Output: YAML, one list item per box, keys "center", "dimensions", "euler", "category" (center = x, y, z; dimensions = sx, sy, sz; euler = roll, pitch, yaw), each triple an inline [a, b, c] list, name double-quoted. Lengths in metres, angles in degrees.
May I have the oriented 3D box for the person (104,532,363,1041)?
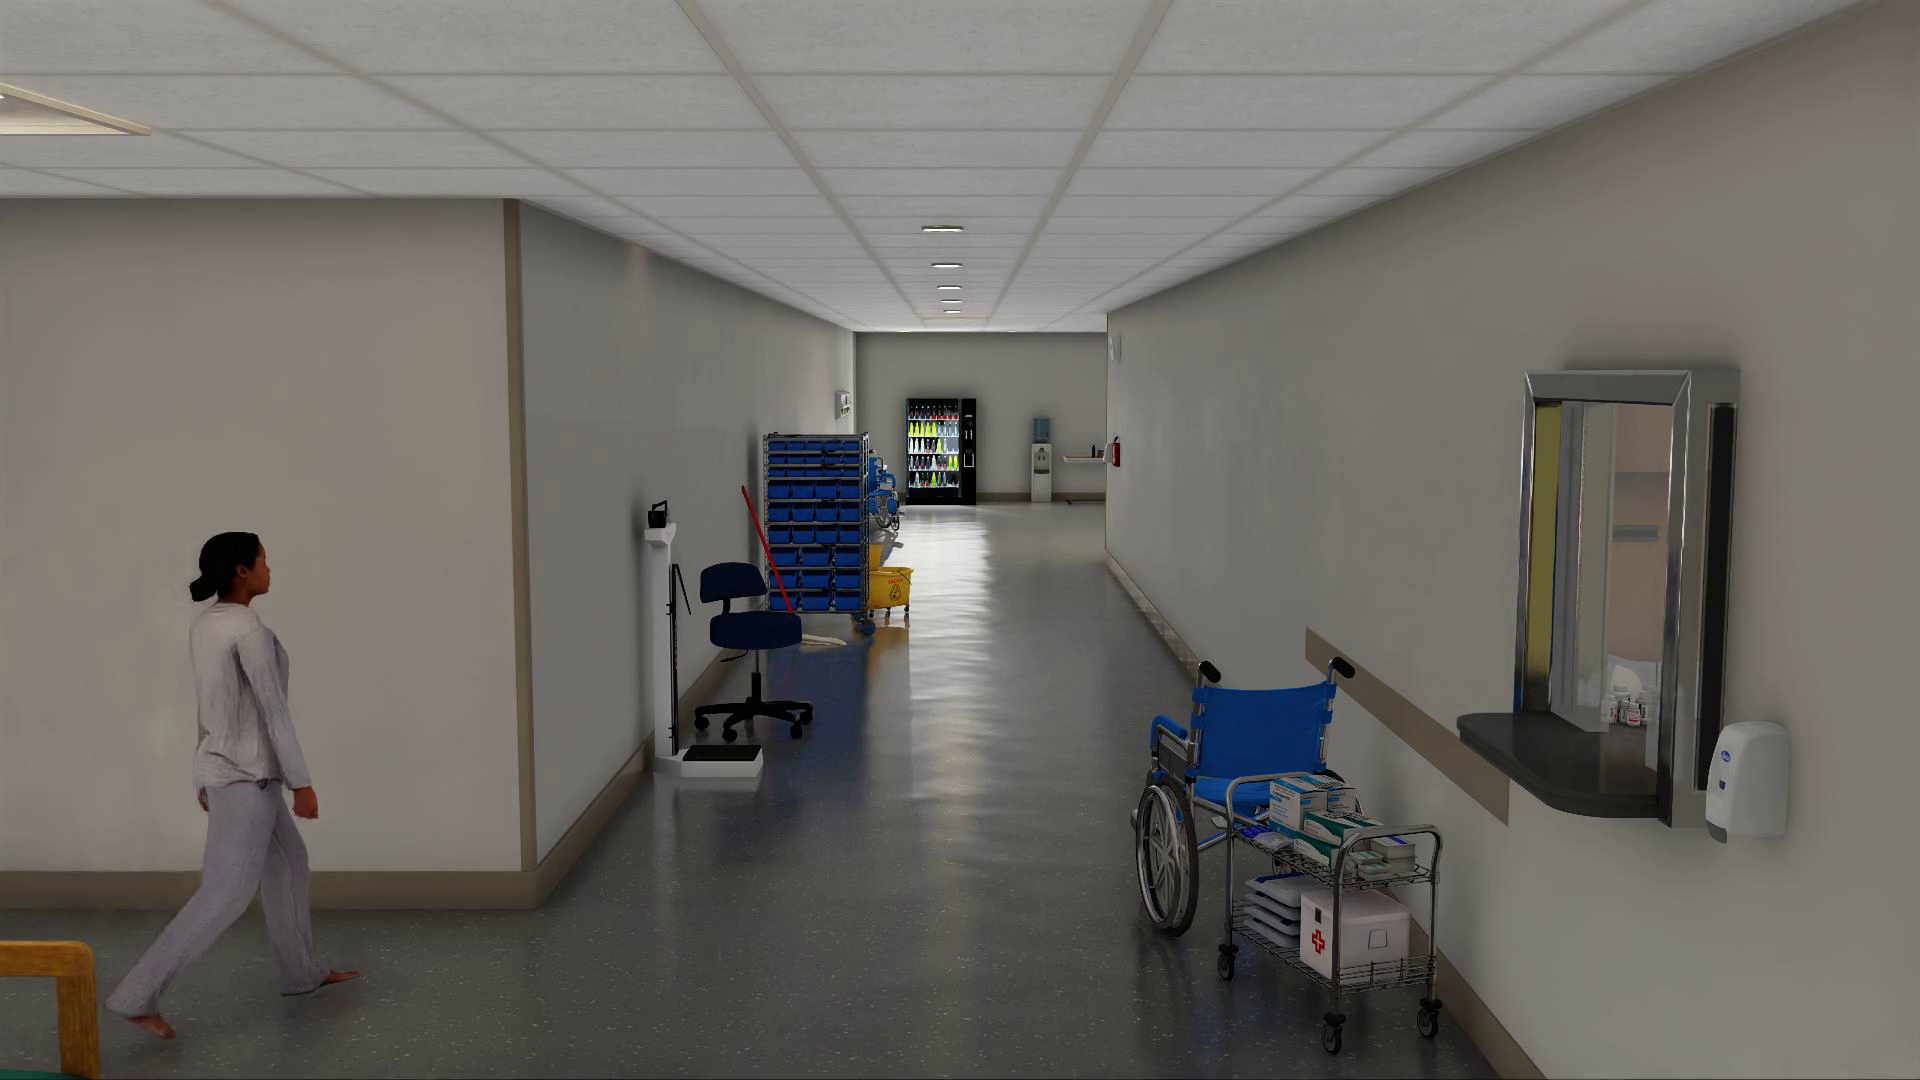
- center: [-2.556, 0.854, 5.733]
  dimensions: [1.194, 1.702, 1.101]
  euler: [-5, 8, -42]
  category: "person"
